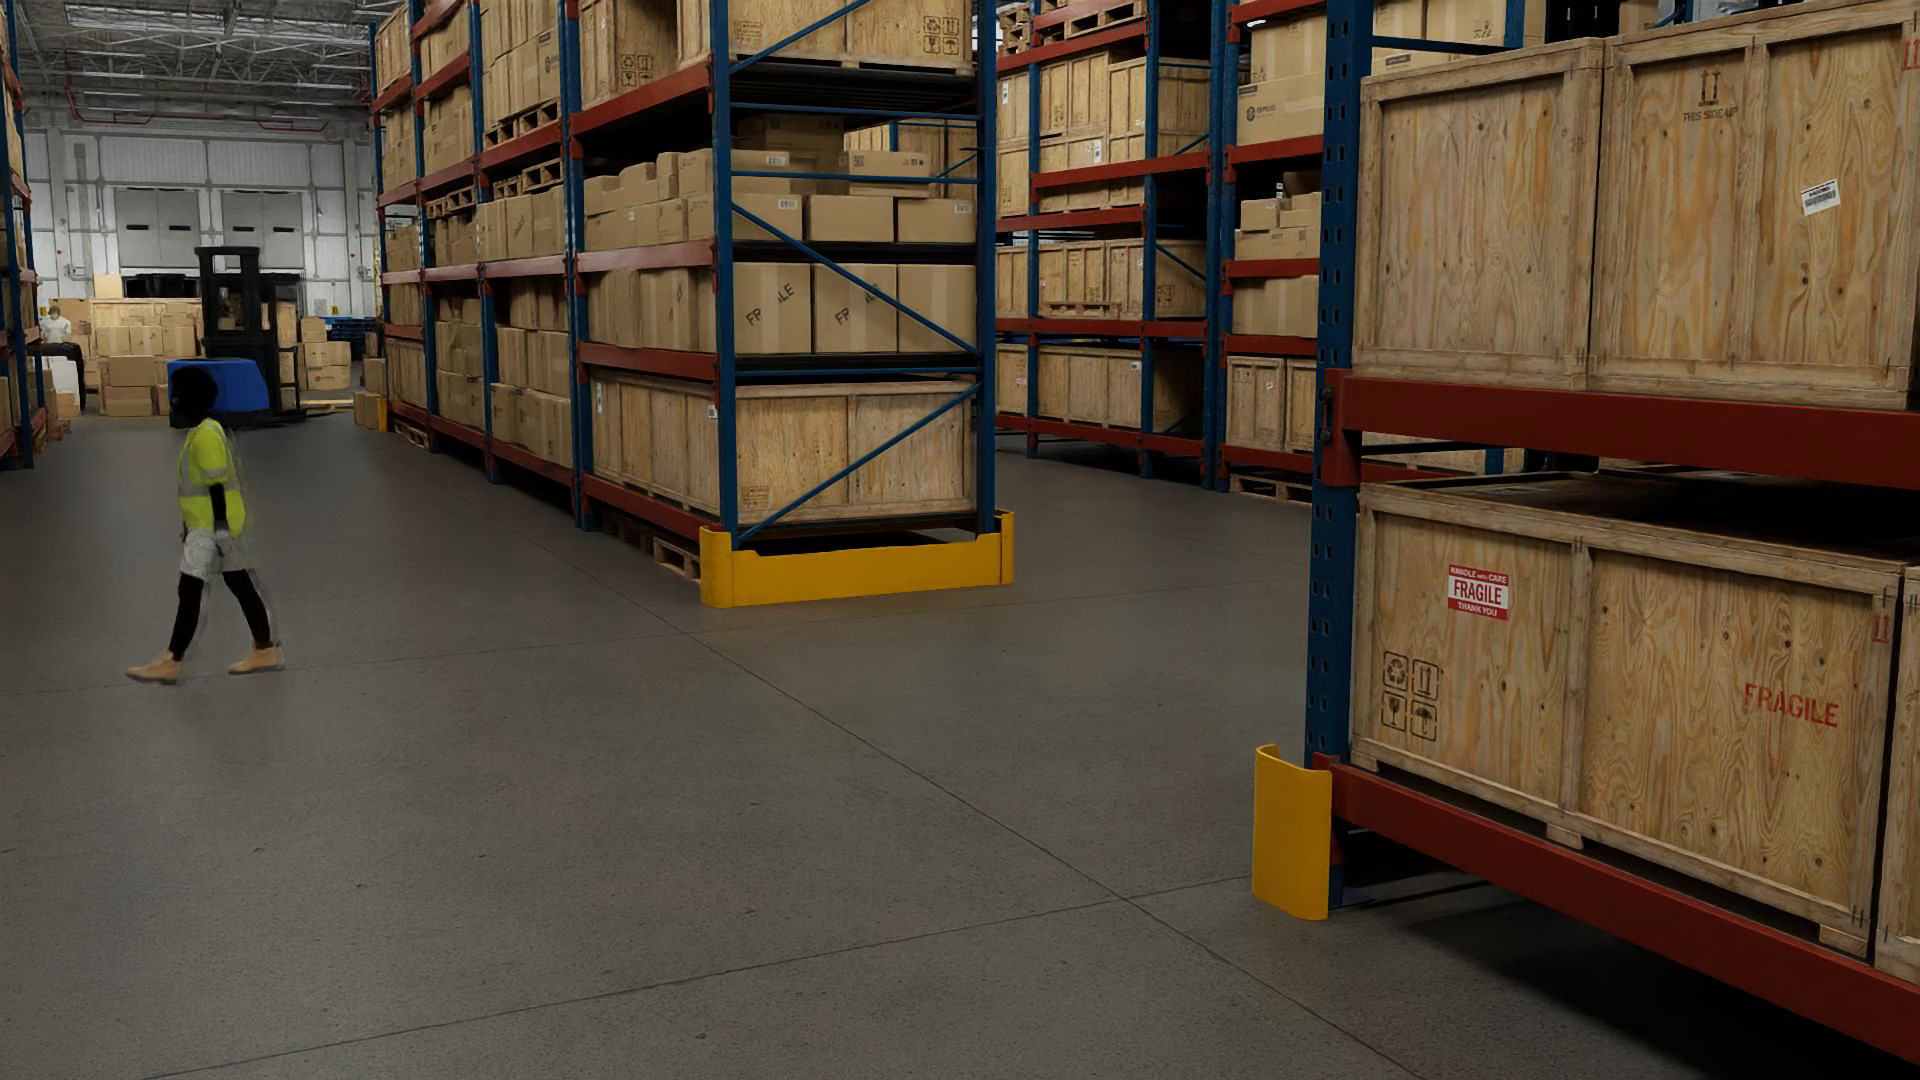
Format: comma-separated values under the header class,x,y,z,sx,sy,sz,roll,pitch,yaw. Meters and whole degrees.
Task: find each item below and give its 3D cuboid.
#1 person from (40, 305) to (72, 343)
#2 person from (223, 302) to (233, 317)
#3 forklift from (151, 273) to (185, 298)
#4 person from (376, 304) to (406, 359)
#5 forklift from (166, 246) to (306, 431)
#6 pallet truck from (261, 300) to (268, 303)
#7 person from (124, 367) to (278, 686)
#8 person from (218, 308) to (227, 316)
class,x,y,z,sx,sy,sz,roll,pitch,yaw
person,-20.500,-4.383,37.750,0.673,1.927,0.706,-4,9,-26
person,-25.111,-7.193,56.967,0.592,1.922,0.379,2,8,14
forklift,-24.814,-6.996,52.331,1.873,2.768,1.129,6,10,37
person,-10.133,-3.309,30.119,0.676,1.935,0.948,3,9,21
forklift,-11.284,-3.144,25.767,1.129,2.768,1.873,2,9,15
pallet truck,-23.913,-7.404,58.171,1.885,1.965,0.823,-1,8,-9
person,-4.034,-0.072,8.750,0.815,1.655,0.552,-4,9,-24
person,-15.295,-3.892,34.495,0.628,1.843,0.429,7,11,41
